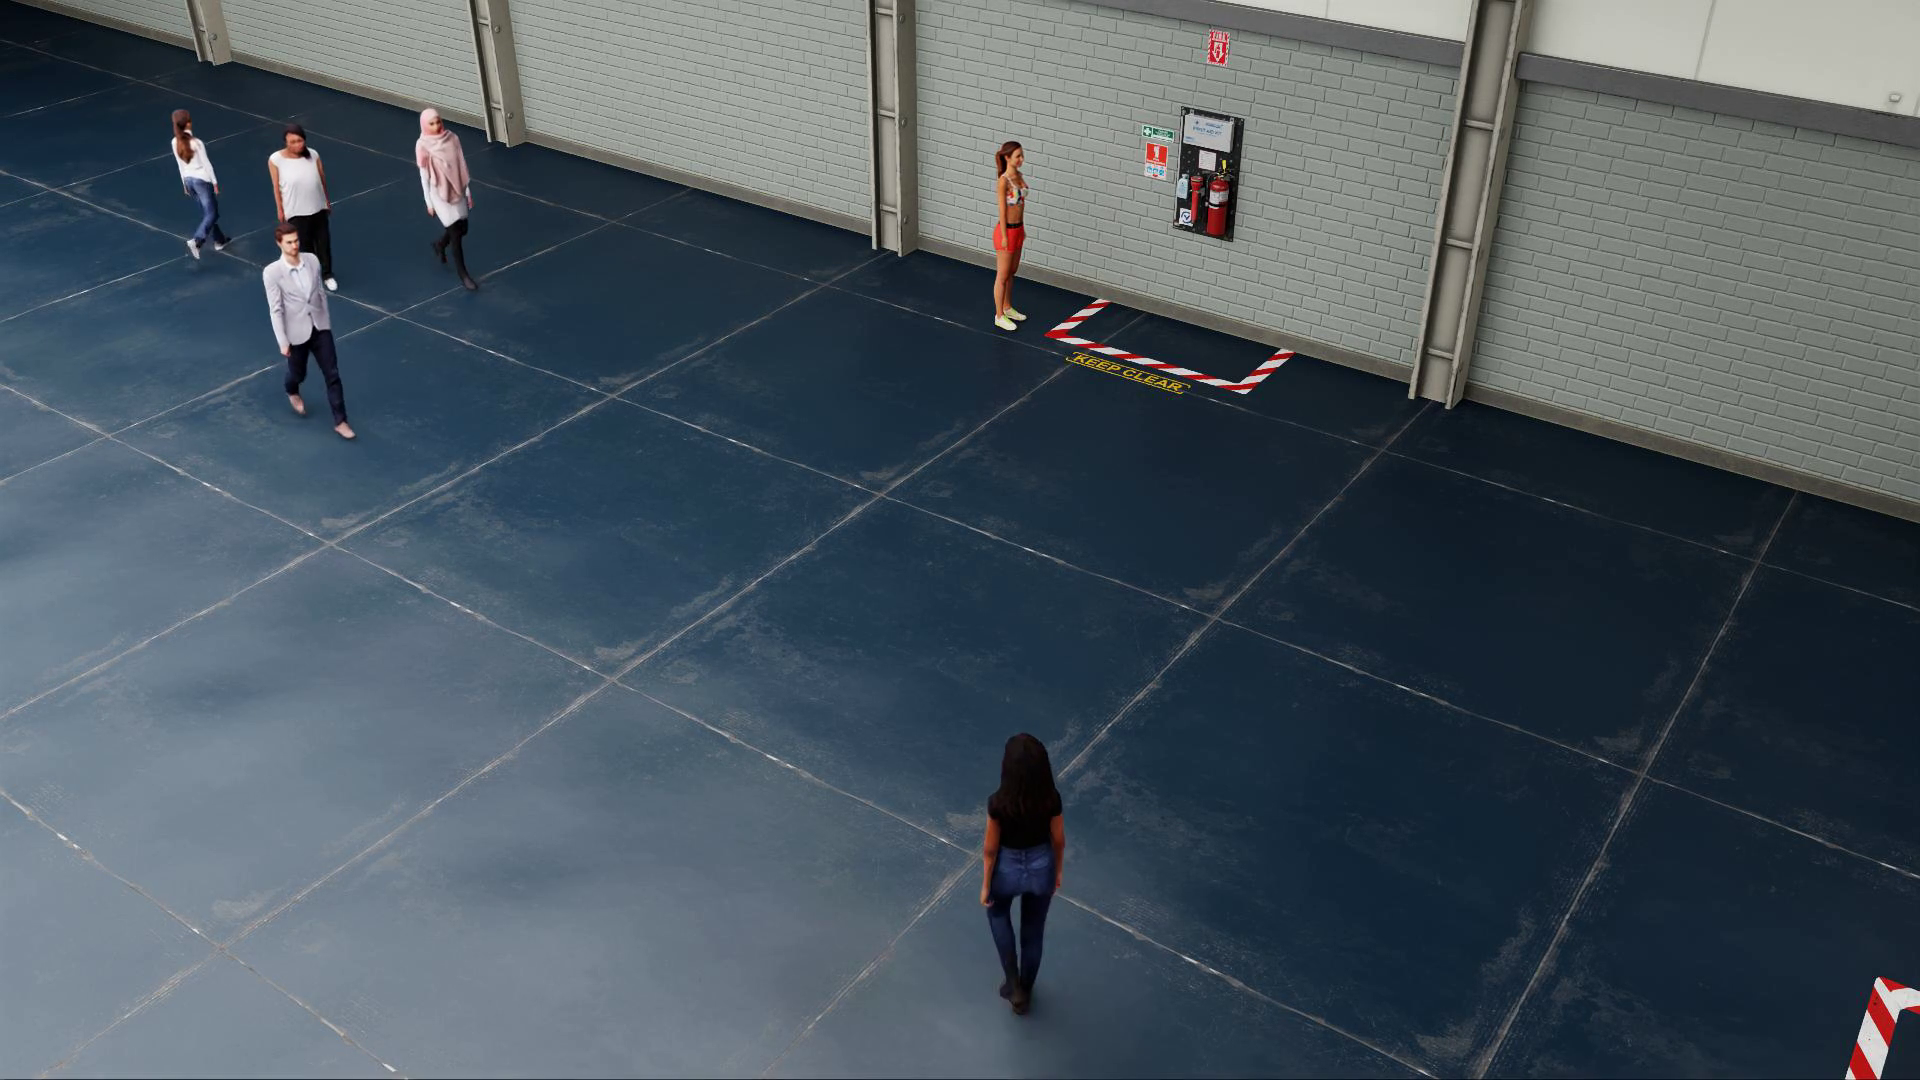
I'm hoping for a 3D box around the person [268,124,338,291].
[{"bbox_3d":[-6.474,-3.295,16.409,0.776,1.676,0.825,-23,39,-32],"label":"person"}]

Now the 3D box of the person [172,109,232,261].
[{"bbox_3d":[-7.844,-3.618,17.051,0.994,1.538,0.852,5,33,8],"label":"person"}]

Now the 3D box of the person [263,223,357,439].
[{"bbox_3d":[-5.493,-1.763,13.840,0.841,1.827,1.206,-28,41,-36],"label":"person"}]

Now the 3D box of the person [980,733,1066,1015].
[{"bbox_3d":[0.328,1.770,8.337,0.726,1.722,0.789,-4,32,-6],"label":"person"}]

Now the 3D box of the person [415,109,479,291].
[{"bbox_3d":[-5.110,-3.398,16.471,1.065,1.785,0.706,26,41,35],"label":"person"}]

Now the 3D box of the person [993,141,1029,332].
[{"bbox_3d":[0.462,-2.879,15.642,0.592,1.792,0.606,16,35,23],"label":"person"}]
